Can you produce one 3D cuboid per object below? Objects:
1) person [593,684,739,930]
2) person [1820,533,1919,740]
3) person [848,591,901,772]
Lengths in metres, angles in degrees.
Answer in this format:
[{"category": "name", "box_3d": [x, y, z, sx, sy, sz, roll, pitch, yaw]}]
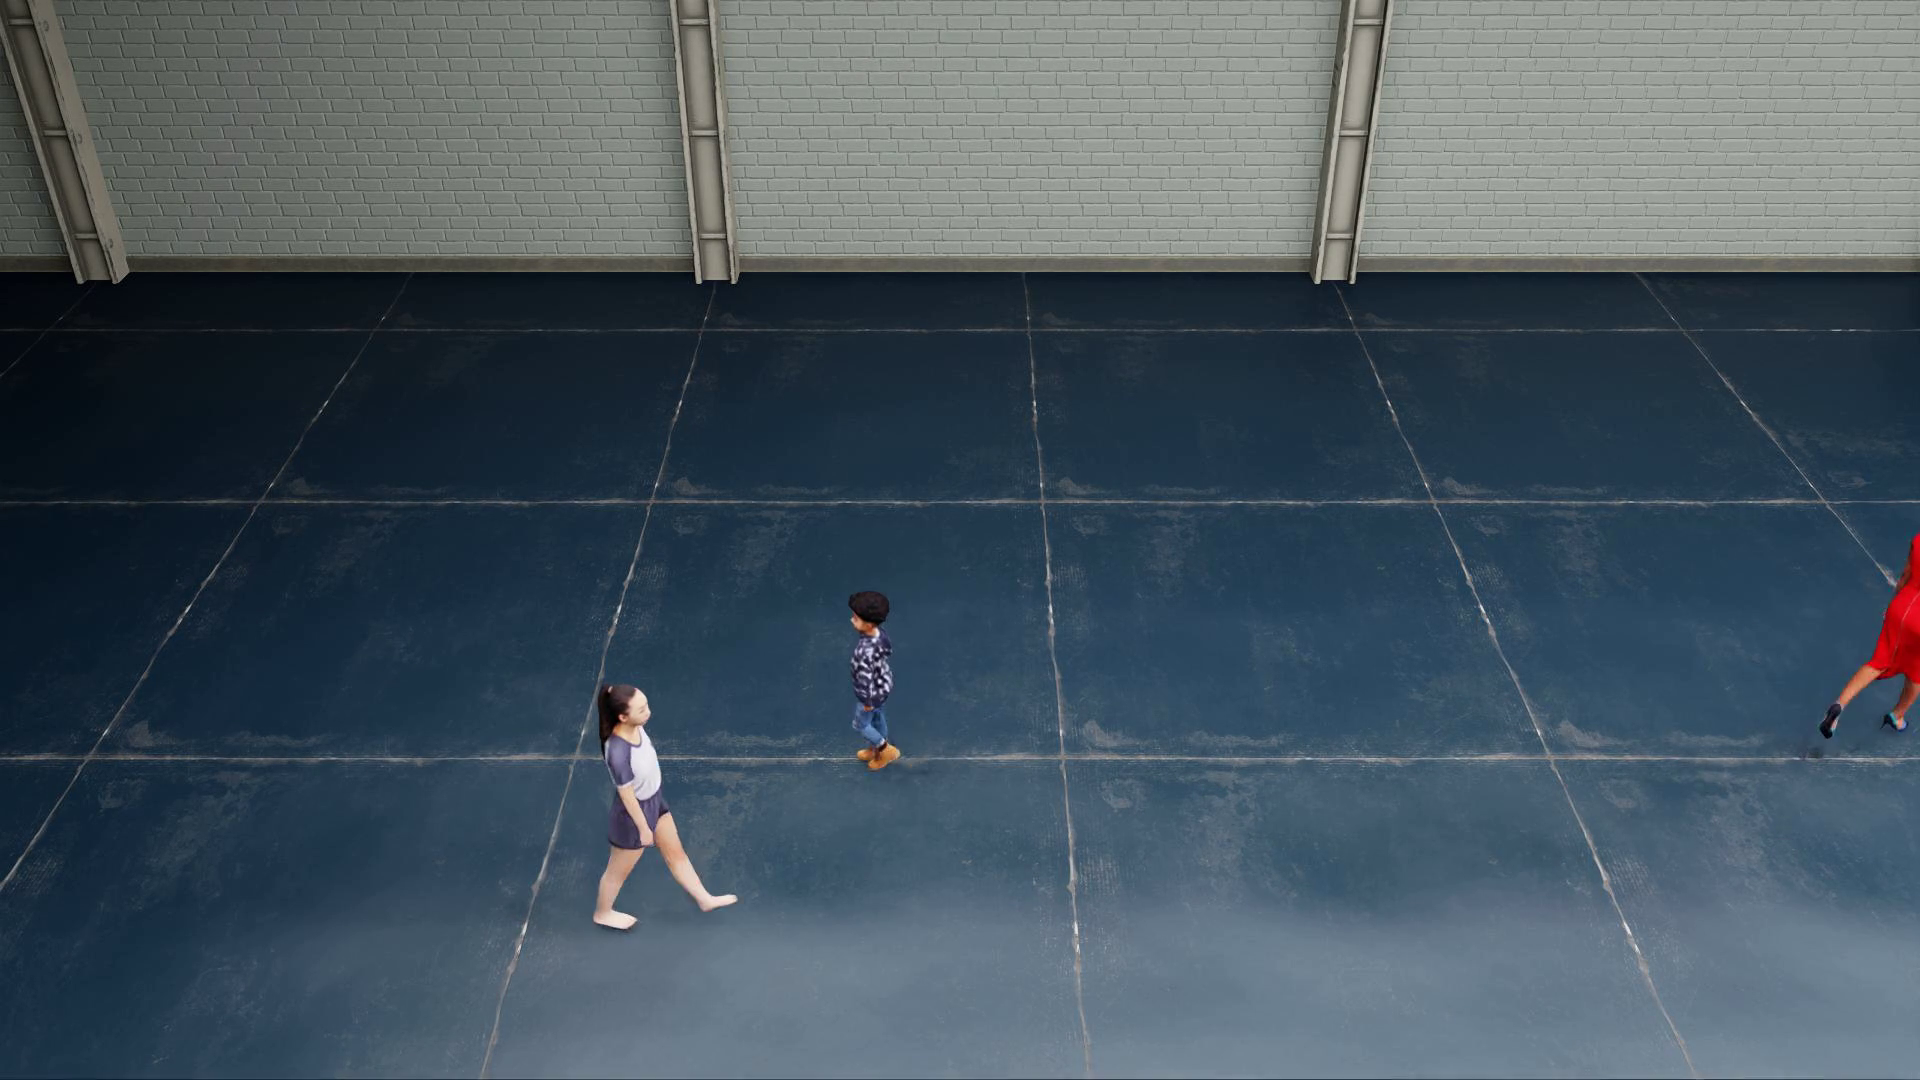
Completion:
[{"category": "person", "box_3d": [-1.772, 1.419, 8.627, 1.019, 1.613, 0.662, 2, 33, 4]}, {"category": "person", "box_3d": [5.611, 0.530, 9.898, 1.107, 1.717, 0.866, -14, 36, -20]}, {"category": "person", "box_3d": [-0.470, 0.847, 9.846, 0.547, 1.242, 0.528, 5, 33, 8]}]
